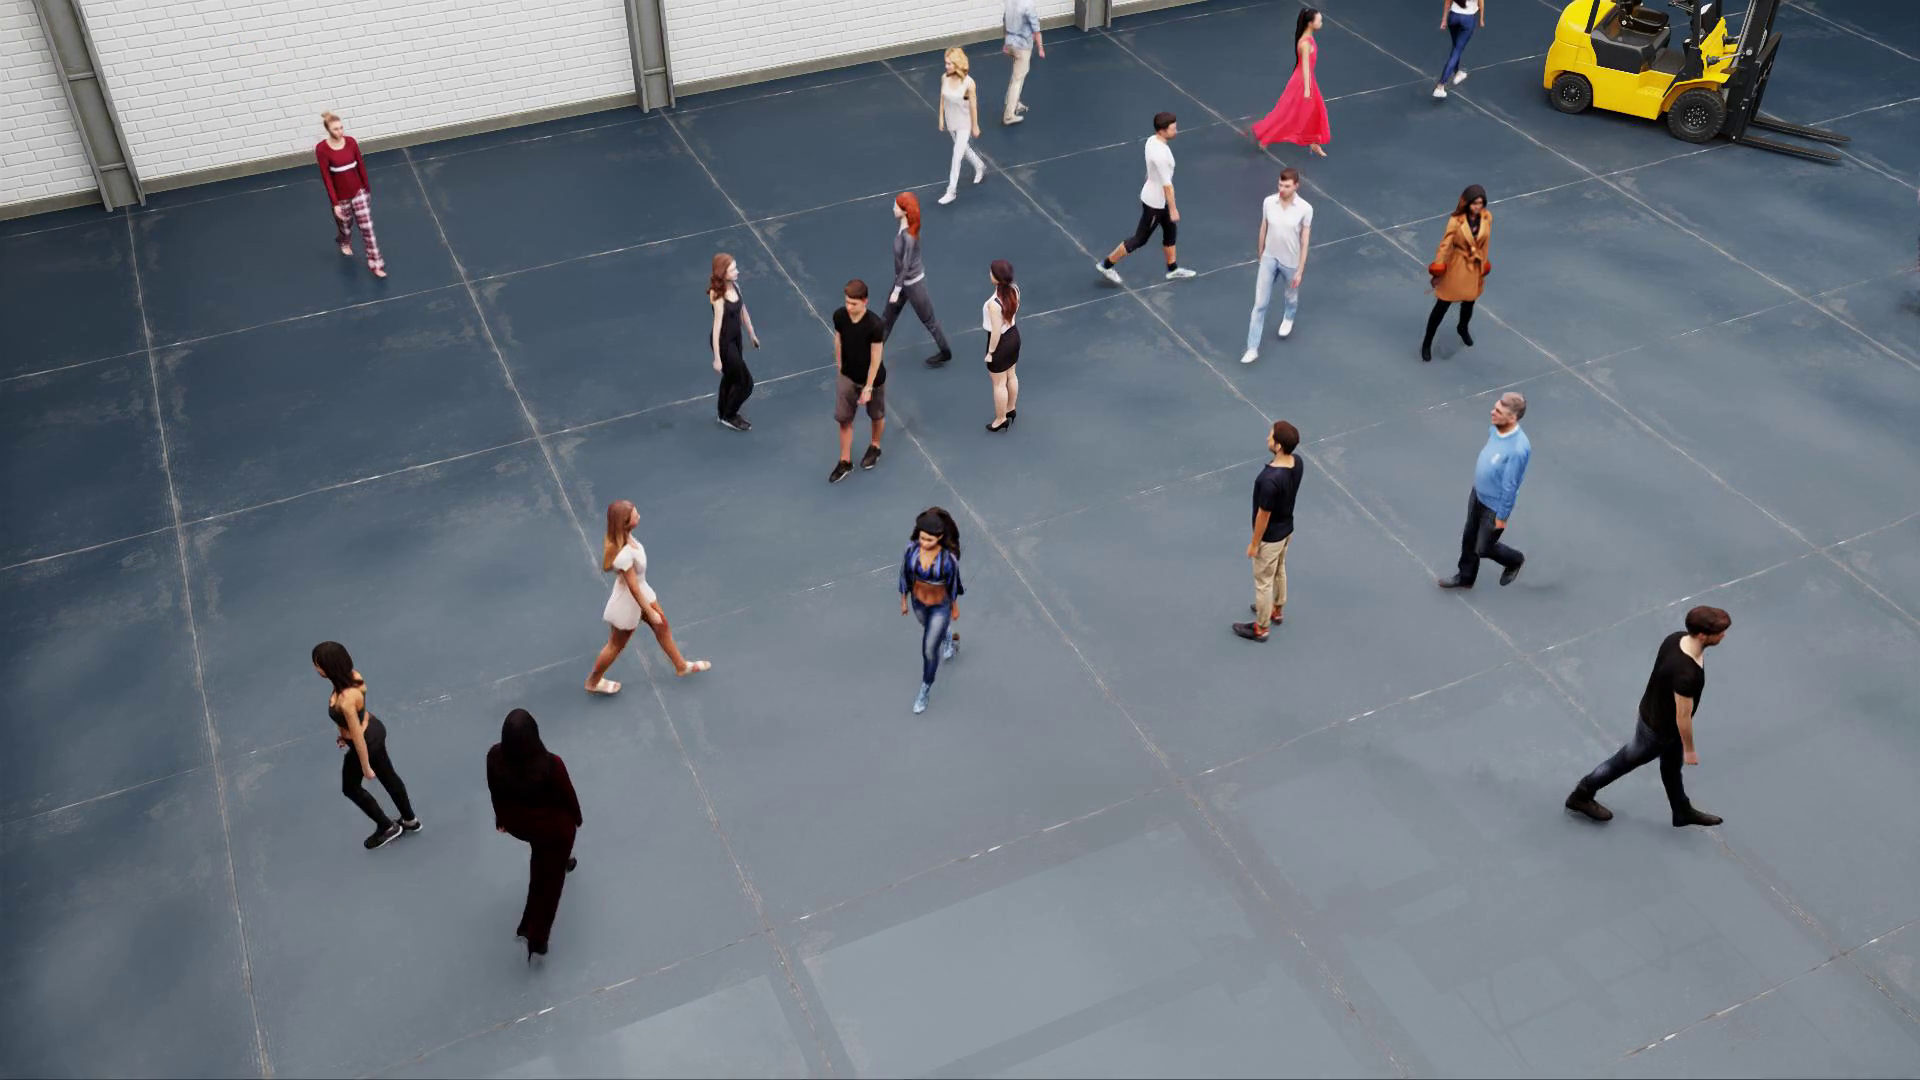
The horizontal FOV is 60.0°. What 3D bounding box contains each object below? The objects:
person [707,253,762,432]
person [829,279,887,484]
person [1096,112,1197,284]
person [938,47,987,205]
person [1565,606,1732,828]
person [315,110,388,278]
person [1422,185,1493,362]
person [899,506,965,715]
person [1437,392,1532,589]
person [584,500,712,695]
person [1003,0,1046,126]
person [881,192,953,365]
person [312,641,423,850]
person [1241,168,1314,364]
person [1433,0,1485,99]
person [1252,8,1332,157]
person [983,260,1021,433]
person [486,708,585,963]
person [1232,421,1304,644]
[{"bbox_3d":[-2.085,-1.711,14.303,0.817,1.729,0.767,6,39,8],"label":"person"},{"bbox_3d":[-0.752,-1.410,13.836,0.947,1.842,1.023,16,41,19],"label":"person"},{"bbox_3d":[1.809,-3.293,16.216,1.338,1.814,1.011,-1,39,-1],"label":"person"},{"bbox_3d":[0.058,-4.505,17.881,0.920,1.630,1.180,27,46,29],"label":"person"},{"bbox_3d":[4.365,1.159,10.615,1.239,1.847,1.190,14,41,17],"label":"person"},{"bbox_3d":[-6.119,-3.442,16.514,0.984,1.675,0.838,-28,46,-30],"label":"person"},{"bbox_3d":[4.561,-2.457,15.247,0.700,1.717,0.912,-7,39,-8],"label":"person"},{"bbox_3d":[-0.173,0.415,11.756,1.013,1.585,1.110,16,41,19],"label":"person"},{"bbox_3d":[4.089,-0.330,12.519,0.946,1.797,0.776,-7,39,-9],"label":"person"},{"bbox_3d":[-2.393,0.460,11.648,1.195,1.652,0.793,-6,39,-7],"label":"person"},{"bbox_3d":[0.613,-5.646,19.152,0.737,1.827,0.699,-24,45,-27],"label":"person"},{"bbox_3d":[-0.367,-2.298,15.045,1.204,1.721,0.823,-6,39,-7],"label":"person"},{"bbox_3d":[-3.712,1.293,10.634,0.689,1.613,0.626,-8,39,-10],"label":"person"},{"bbox_3d":[3.009,-2.587,15.343,1.161,1.800,1.276,16,41,19],"label":"person"},{"bbox_3d":[5.932,-6.114,19.814,0.914,1.732,1.222,29,47,31],"label":"person"},{"bbox_3d":[3.713,-5.062,18.534,1.153,1.686,1.044,10,40,12],"label":"person"},{"bbox_3d":[0.367,-1.673,14.319,0.696,1.650,0.608,20,43,23],"label":"person"},{"bbox_3d":[-2.558,1.769,9.956,1.132,1.716,1.161,10,40,13],"label":"person"},{"bbox_3d":[2.291,-0.059,12.135,0.777,1.854,0.660,23,44,26],"label":"person"}]
